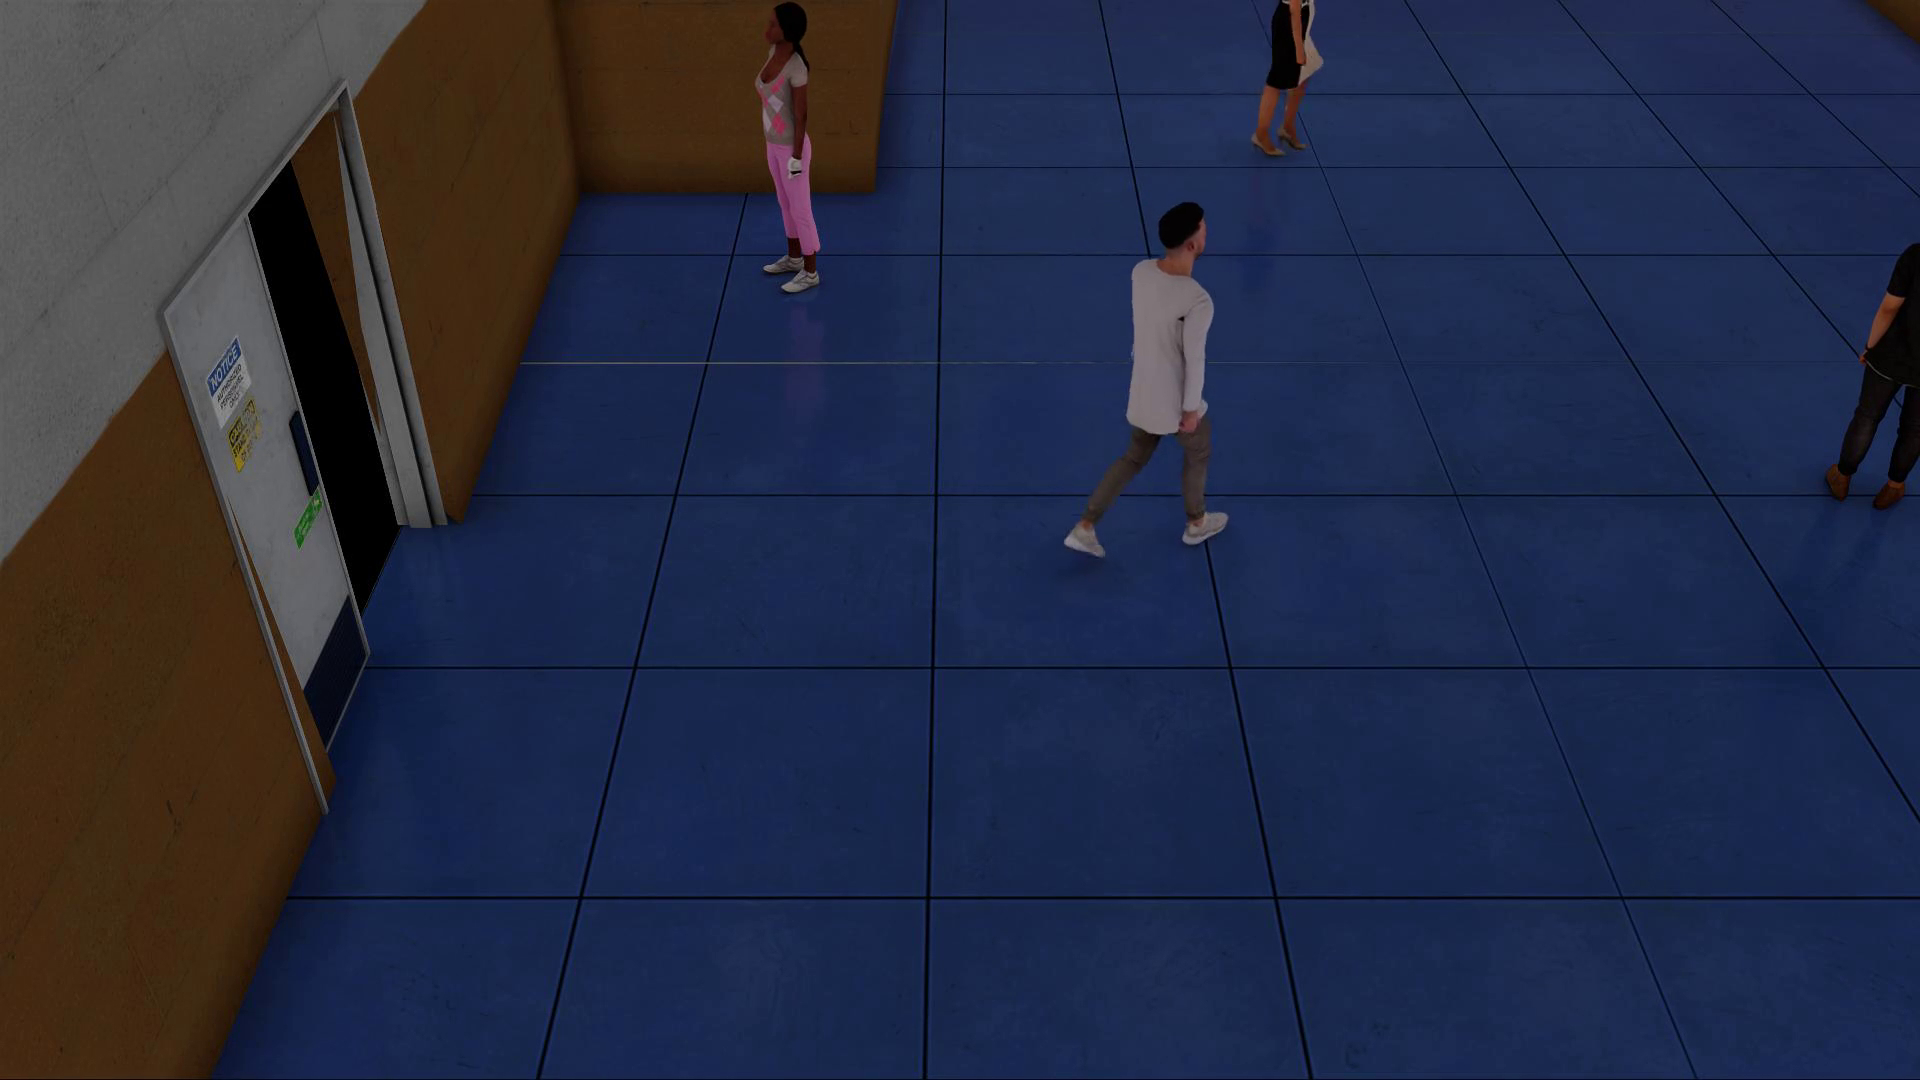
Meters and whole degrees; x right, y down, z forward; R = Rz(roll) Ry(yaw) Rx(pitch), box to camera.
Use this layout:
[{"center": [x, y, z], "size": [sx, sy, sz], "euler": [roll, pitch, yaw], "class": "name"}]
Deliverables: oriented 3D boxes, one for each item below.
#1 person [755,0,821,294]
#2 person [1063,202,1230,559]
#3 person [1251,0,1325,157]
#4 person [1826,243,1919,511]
[{"center": [-1.011, -2.319, 9.855], "size": [0.665, 1.736, 0.650], "euler": [-18, 40, -22], "class": "person"}, {"center": [0.869, -0.654, 7.577], "size": [1.249, 1.806, 1.090], "euler": [-23, 42, -27], "class": "person"}, {"center": [2.153, -3.445, 11.349], "size": [0.728, 1.743, 0.710], "euler": [7, 37, 9], "class": "person"}, {"center": [4.611, -0.917, 8.003], "size": [0.653, 1.716, 0.770], "euler": [19, 41, 23], "class": "person"}]
